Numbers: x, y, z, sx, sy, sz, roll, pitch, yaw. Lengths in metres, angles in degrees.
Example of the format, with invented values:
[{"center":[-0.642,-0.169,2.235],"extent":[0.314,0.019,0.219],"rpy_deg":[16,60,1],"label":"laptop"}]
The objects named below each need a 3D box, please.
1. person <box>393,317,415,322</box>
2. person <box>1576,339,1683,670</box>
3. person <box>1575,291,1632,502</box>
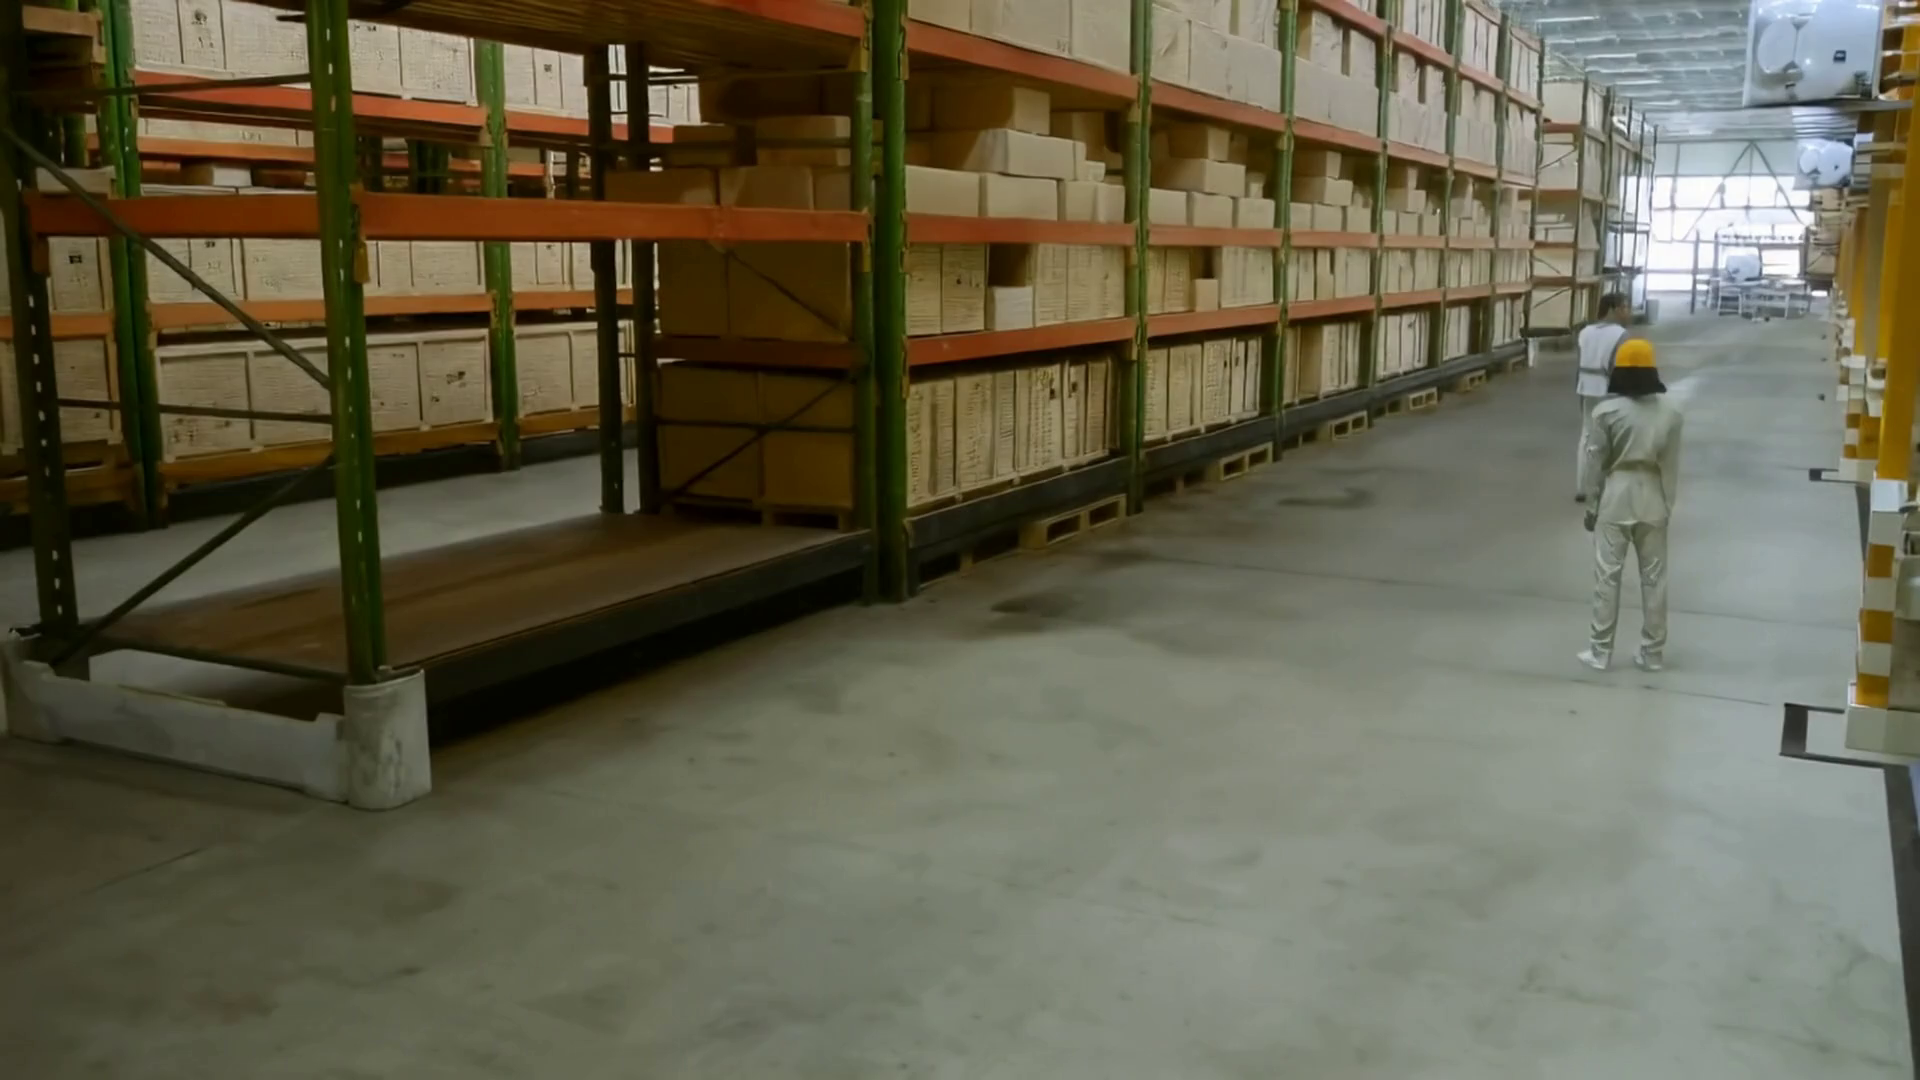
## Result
[{"center":[-9.965,-3.957,30.038],"extent":[0.646,1.909,0.773],"rpy_deg":[4,10,20],"label":"person"},{"center":[3.506,-0.183,8.729],"extent":[0.483,1.735,0.340],"rpy_deg":[0,10,-1],"label":"person"},{"center":[5.548,-1.216,14.367],"extent":[0.389,1.849,0.567],"rpy_deg":[-4,11,-24],"label":"person"}]
